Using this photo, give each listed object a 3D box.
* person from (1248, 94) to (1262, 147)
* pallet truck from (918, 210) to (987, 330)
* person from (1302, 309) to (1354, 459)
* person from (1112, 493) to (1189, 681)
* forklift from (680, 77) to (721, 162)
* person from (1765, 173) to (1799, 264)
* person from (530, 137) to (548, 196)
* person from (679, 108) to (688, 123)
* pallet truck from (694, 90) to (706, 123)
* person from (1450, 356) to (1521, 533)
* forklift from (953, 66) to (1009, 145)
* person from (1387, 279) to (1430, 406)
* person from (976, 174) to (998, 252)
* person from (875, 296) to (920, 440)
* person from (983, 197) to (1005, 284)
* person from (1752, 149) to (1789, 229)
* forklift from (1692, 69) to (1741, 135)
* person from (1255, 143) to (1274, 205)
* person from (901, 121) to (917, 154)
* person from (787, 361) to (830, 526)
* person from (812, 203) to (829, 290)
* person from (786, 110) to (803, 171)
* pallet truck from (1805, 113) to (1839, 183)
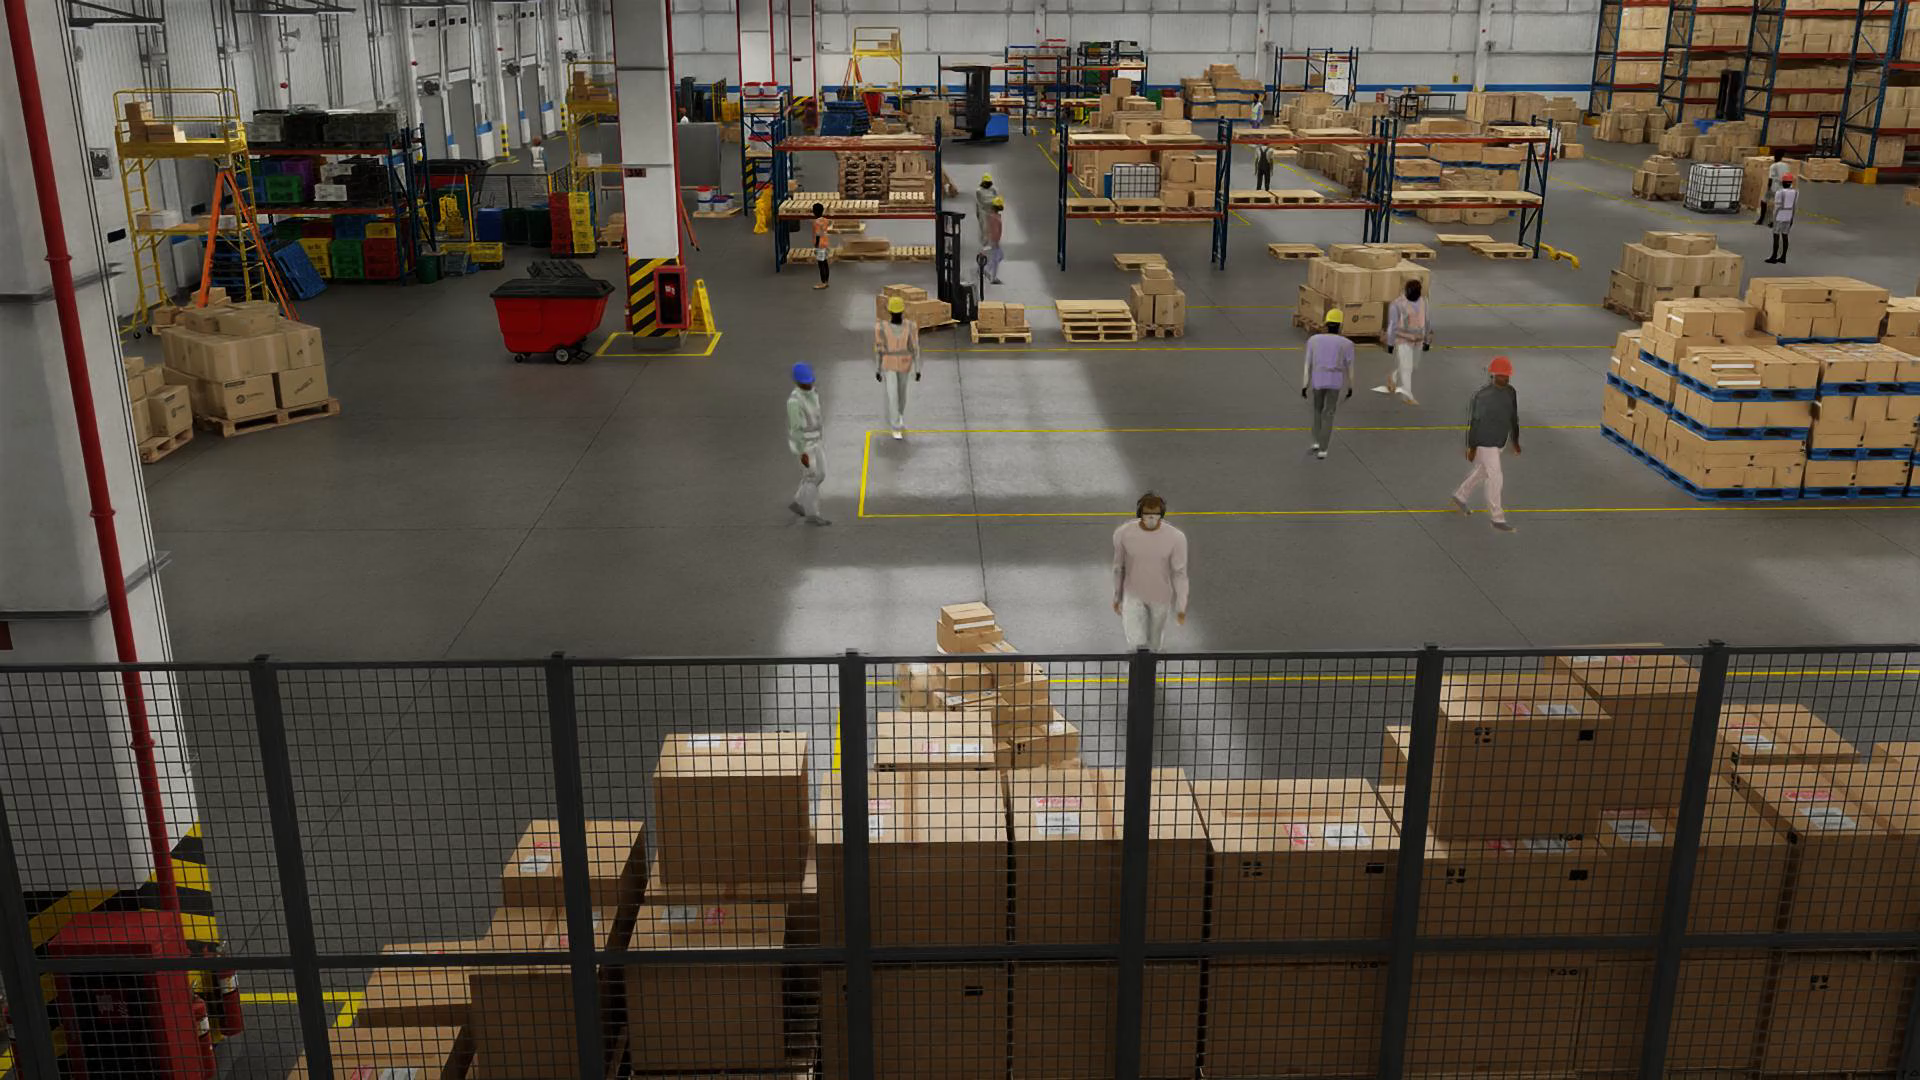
[{"bbox_3d":[10.896,-15.430,61.149,0.398,1.914,0.592,-6,19,-16],"label":"person"},{"bbox_3d":[-0.493,-4.759,29.349,1.885,1.965,0.823,-13,23,-34],"label":"pallet truck"},{"bbox_3d":[4.760,-2.035,21.414,0.615,1.893,0.821,7,20,20],"label":"person"},{"bbox_3d":[1.588,0.489,13.969,0.644,1.883,1.082,3,19,8],"label":"person"},{"bbox_3d":[-8.944,-13.866,55.007,1.873,2.768,1.129,-1,19,-1],"label":"forklift"},{"bbox_3d":[17.765,-6.954,35.953,0.553,1.935,0.363,-5,19,-13],"label":"person"},{"bbox_3d":[-11.936,-10.580,47.170,0.512,1.641,0.309,8,20,22],"label":"person"},{"bbox_3d":[-9.057,-13.261,54.754,0.338,1.882,0.571,1,19,4],"label":"person"},{"bbox_3d":[-9.671,-15.907,62.421,0.823,1.965,1.885,5,19,15],"label":"pallet truck"},{"bbox_3d":[5.925,-1.129,18.653,0.609,1.955,0.994,-13,22,-33],"label":"person"},{"bbox_3d":[0.809,-16.239,62.045,1.873,2.768,1.129,-10,21,-26],"label":"forklift"},{"bbox_3d":[6.477,-2.899,24.110,0.632,1.821,0.795,-7,20,-20],"label":"person"},{"bbox_3d":[0.636,-7.393,37.600,0.502,1.717,0.745,-5,19,-16],"label":"person"},{"bbox_3d":[-0.847,-2.370,22.423,0.594,1.899,0.898,-3,19,-9],"label":"person"},{"bbox_3d":[0.712,-6.026,33.488,0.426,1.757,0.535,2,19,6],"label":"person"},{"bbox_3d":[20.010,-8.664,41.013,0.645,1.935,0.797,-7,20,-20],"label":"person"},{"bbox_3d":[27.389,-15.397,59.549,1.873,2.768,1.129,-1,19,-1],"label":"forklift"},{"bbox_3d":[8.293,-10.077,45.374,0.505,1.838,0.349,8,20,22],"label":"person"},{"bbox_3d":[-1.416,-11.366,49.067,0.701,1.917,0.661,11,22,30],"label":"person"},{"bbox_3d":[-1.709,-1.080,18.566,0.462,1.929,0.638,5,19,15],"label":"person"},{"bbox_3d":[-2.765,-5.822,32.966,0.322,1.696,0.530,5,19,14],"label":"person"},{"bbox_3d":[-5.372,-12.793,53.301,0.665,1.914,0.723,17,25,40],"label":"person"},{"bbox_3d":[26.403,-11.957,50.702,0.823,1.965,1.885,6,19,16],"label":"pallet truck"}]
